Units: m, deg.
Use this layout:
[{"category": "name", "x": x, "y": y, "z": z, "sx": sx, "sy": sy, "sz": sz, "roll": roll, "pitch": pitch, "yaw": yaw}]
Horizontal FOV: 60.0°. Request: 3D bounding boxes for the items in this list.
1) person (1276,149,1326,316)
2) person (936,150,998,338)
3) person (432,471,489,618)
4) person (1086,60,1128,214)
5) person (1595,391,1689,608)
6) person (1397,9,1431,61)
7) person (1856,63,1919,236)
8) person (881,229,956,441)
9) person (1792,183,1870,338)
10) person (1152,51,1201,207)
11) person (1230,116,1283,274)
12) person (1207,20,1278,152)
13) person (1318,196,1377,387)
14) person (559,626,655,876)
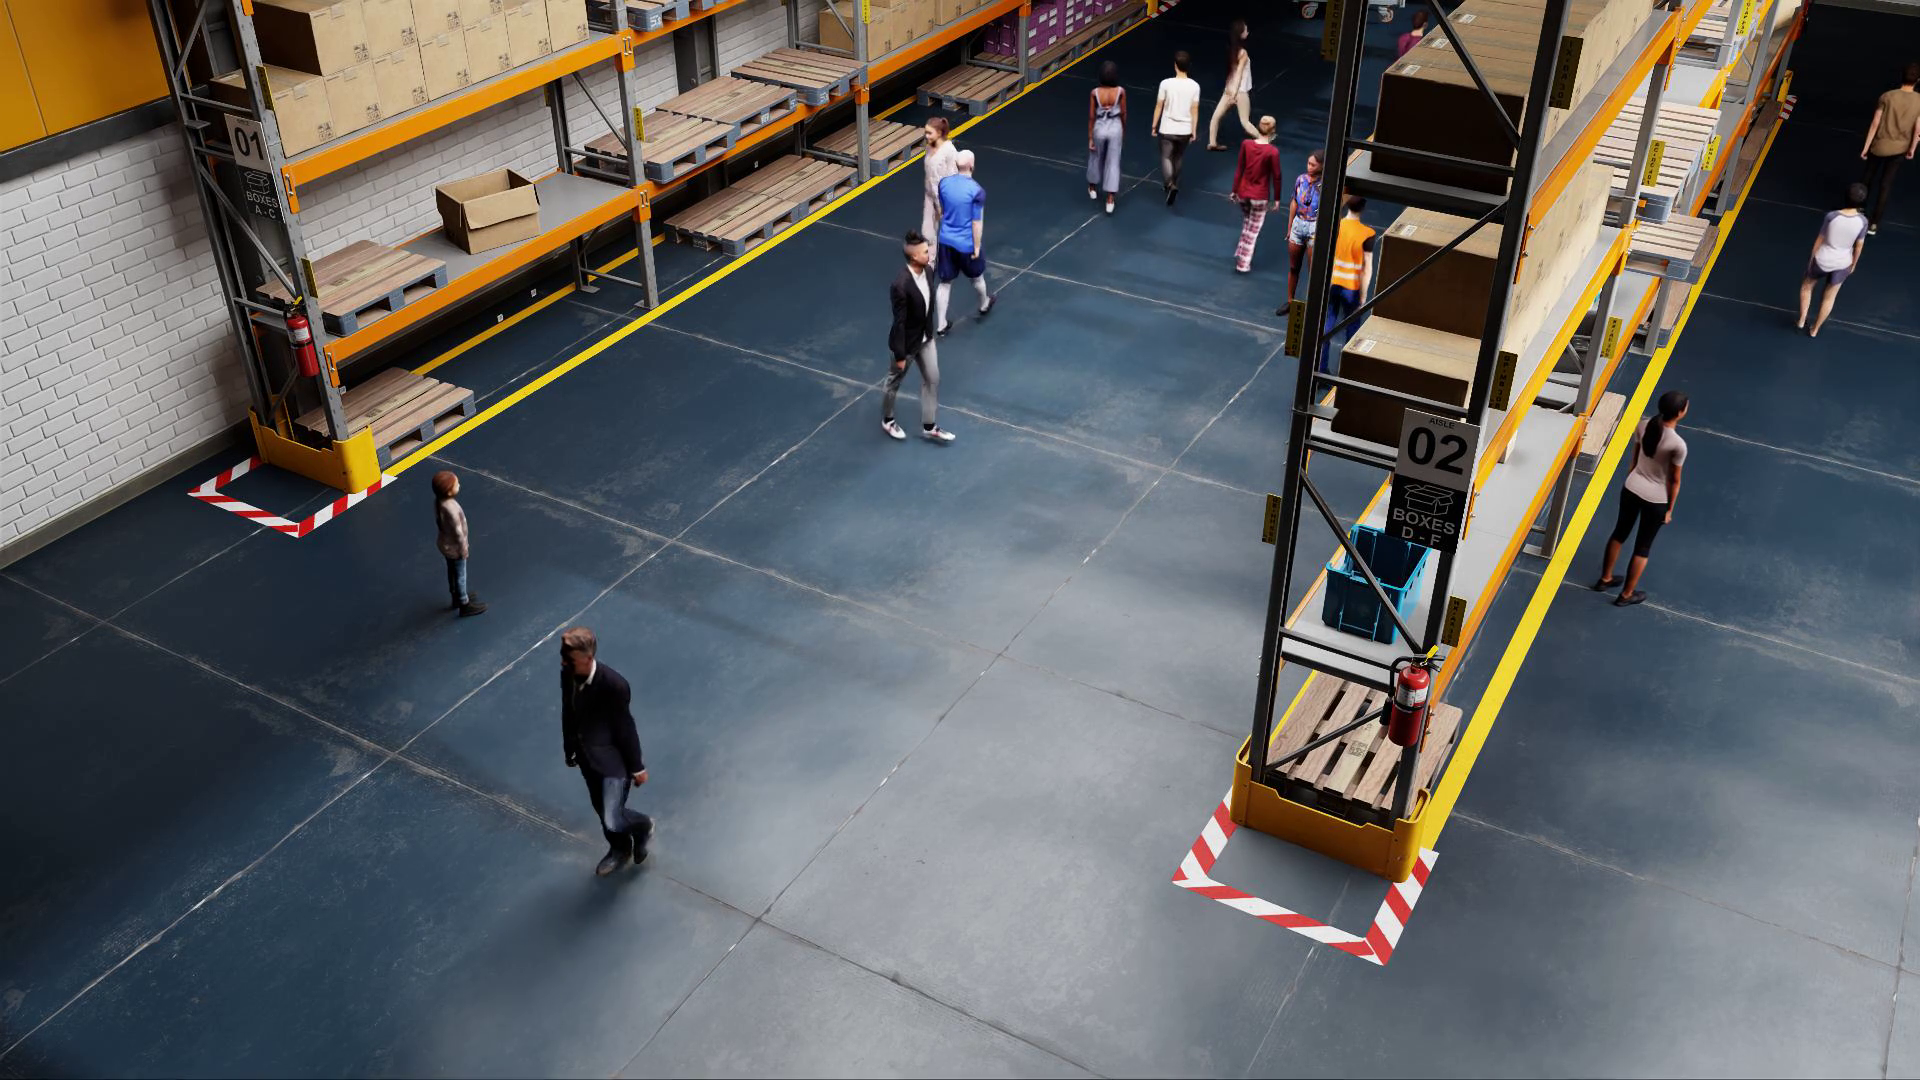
[{"category": "person", "x": 3.413, "y": -2.990, "z": 16.286, "sx": 0.612, "sy": 1.744, "sz": 0.544, "roll": 22, "pitch": 40, "yaw": 30}, {"category": "person", "x": -0.054, "y": -2.800, "z": 15.952, "sx": 0.731, "sy": 1.797, "sz": 1.107, "roll": 15, "pitch": 36, "yaw": 21}, {"category": "person", "x": -3.742, "y": 0.016, "z": 12.260, "sx": 0.560, "sy": 1.193, "sz": 0.540, "roll": -21, "pitch": 39, "yaw": -28}, {"category": "person", "x": 1.669, "y": -4.485, "z": 18.602, "sx": 0.841, "sy": 1.669, "sz": 1.024, "roll": 1, "pitch": 34, "yaw": 1}, {"category": "person", "x": 5.045, "y": -0.316, "z": 12.262, "sx": 0.685, "sy": 1.745, "sz": 0.674, "roll": -18, "pitch": 38, "yaw": -25}, {"category": "person", "x": 5.230, "y": -5.322, "z": 19.745, "sx": 1.233, "sy": 1.798, "sz": 0.972, "roll": -21, "pitch": 39, "yaw": -28}, {"category": "person", "x": 10.081, "y": -4.198, "z": 18.049, "sx": 0.770, "sy": 1.804, "sz": 1.265, "roll": 14, "pitch": 36, "yaw": 20}, {"category": "person", "x": -0.489, "y": -1.780, "z": 14.296, "sx": 0.925, "sy": 1.932, "sz": 0.929, "roll": 25, "pitch": 41, "yaw": 33}, {"category": "person", "x": 8.370, "y": -2.655, "z": 15.953, "sx": 0.625, "sy": 1.554, "sz": 0.599, "roll": 12, "pitch": 35, "yaw": 17}, {"category": "person", "x": 2.437, "y": -4.619, "z": 18.780, "sx": 0.979, "sy": 1.696, "sz": 1.127, "roll": -3, "pitch": 34, "yaw": -5}, {"category": "person", "x": 2.997, "y": -3.547, "z": 17.176, "sx": 0.704, "sy": 1.686, "sz": 0.697, "roll": 22, "pitch": 39, "yaw": 29}, {"category": "person", "x": 3.470, "y": -5.450, "z": 20.094, "sx": 1.037, "sy": 1.625, "sz": 0.984, "roll": -17, "pitch": 37, "yaw": -24}, {"category": "person", "x": 3.435, "y": -2.267, "z": 15.100, "sx": 0.738, "sy": 1.853, "sz": 1.062, "roll": 20, "pitch": 39, "yaw": 28}, {"category": "person", "x": -2.057, "y": 1.216, "z": 9.903, "sx": 0.738, "sy": 1.804, "sz": 0.695, "roll": 20, "pitch": 38, "yaw": 27}]
